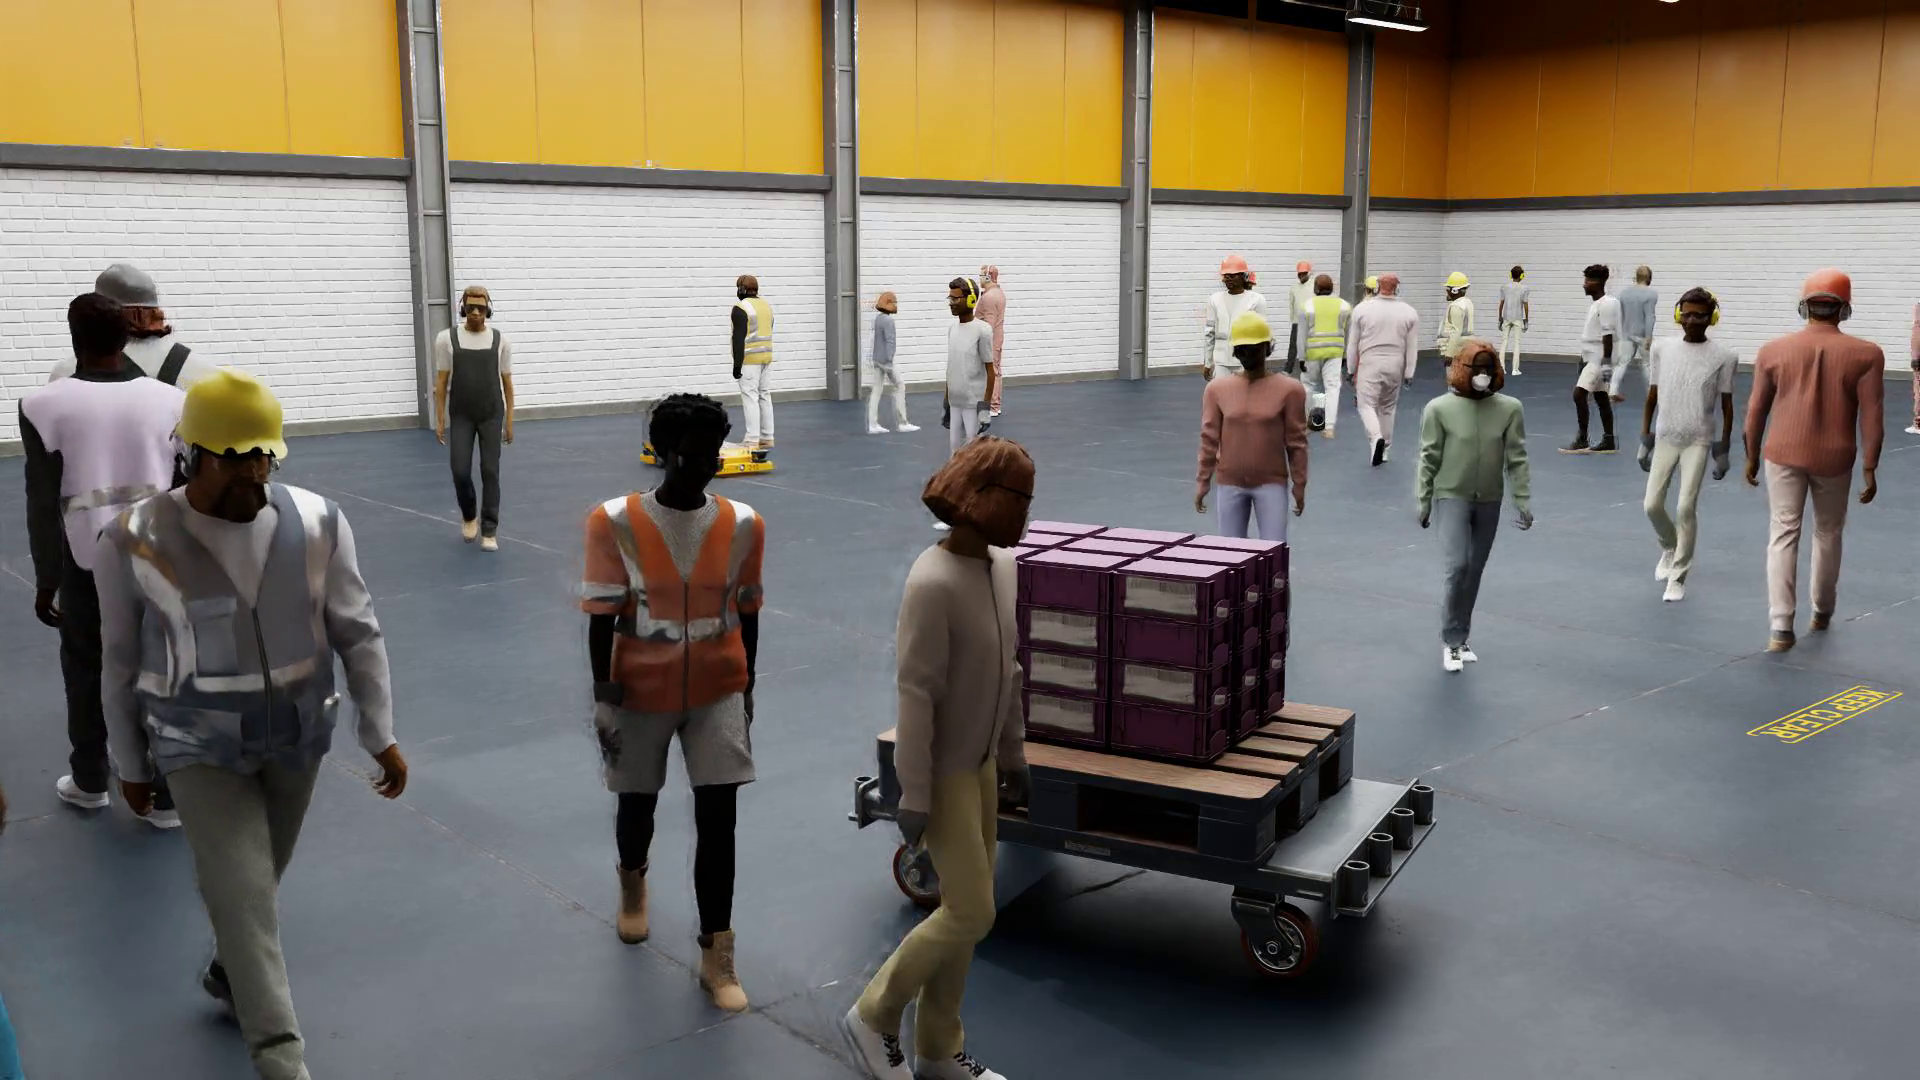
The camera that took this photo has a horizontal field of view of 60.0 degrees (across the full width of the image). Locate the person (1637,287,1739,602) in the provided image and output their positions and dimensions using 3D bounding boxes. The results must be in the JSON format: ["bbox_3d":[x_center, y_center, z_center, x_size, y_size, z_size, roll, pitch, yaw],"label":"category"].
[{"bbox_3d":[4.289,-0.570,9.834,0.529,1.847,0.488,7,12,36],"label":"person"}]

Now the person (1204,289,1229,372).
[{"bbox_3d":[3.272,-2.224,20.189,0.546,1.607,0.744,4,10,20],"label":"person"}]

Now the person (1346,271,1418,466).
[{"bbox_3d":[4.085,-1.653,16.088,0.648,1.878,0.787,0,10,0],"label":"person"}]

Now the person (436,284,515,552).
[{"bbox_3d":[-3.321,-0.831,11.412,0.541,1.829,0.432,-3,10,-19],"label":"person"}]

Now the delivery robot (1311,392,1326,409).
[{"bbox_3d":[3.908,-1.607,19.417,0.707,0.478,0.477,0,10,2],"label":"delivery robot"}]

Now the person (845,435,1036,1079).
[{"bbox_3d":[-0.007,0.552,3.969,0.359,1.613,0.520,4,11,23],"label":"person"}]

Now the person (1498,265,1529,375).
[{"bbox_3d":[9.409,-3.733,28.324,0.535,1.867,0.338,6,12,33],"label":"person"}]

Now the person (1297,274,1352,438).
[{"bbox_3d":[4.074,-2.074,18.753,0.620,1.804,0.930,0,10,1],"label":"person"}]

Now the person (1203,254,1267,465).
[{"bbox_3d":[2.619,-1.713,15.963,0.615,2.041,0.391,6,11,30],"label":"person"}]

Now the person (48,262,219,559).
[{"bbox_3d":[-3.364,-0.163,6.895,0.920,2.000,0.688,9,13,41],"label":"person"}]

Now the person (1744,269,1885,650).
[{"bbox_3d":[4.495,-0.440,8.778,0.652,1.941,1.008,6,11,29],"label":"person"}]

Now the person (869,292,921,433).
[{"bbox_3d":[-0.750,-2.022,19.008,0.696,1.604,0.530,-4,11,-24],"label":"person"}]

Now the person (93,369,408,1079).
[{"bbox_3d":[-1.741,0.464,4.048,0.597,1.777,0.962,-8,13,-41],"label":"person"}]

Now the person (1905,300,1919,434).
[{"bbox_3d":[11.028,-2.104,18.708,0.656,1.884,0.645,0,10,0],"label":"person"}]

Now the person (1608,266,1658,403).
[{"bbox_3d":[9.379,-2.827,22.952,0.930,1.895,0.646,-4,11,-24],"label":"person"}]

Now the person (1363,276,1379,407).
[{"bbox_3d":[5.491,-2.633,22.173,0.365,1.750,0.552,-1,10,-4],"label":"person"}]

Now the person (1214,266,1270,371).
[{"bbox_3d":[2.988,-1.926,17.592,0.608,1.908,0.544,-7,12,-37],"label":"person"}]

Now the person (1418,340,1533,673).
[{"bbox_3d":[2.530,-0.160,8.128,0.510,1.610,0.628,-1,10,-6],"label":"person"}]

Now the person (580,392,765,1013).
[{"bbox_3d":[-0.804,0.411,4.665,0.528,1.671,0.778,-4,10,-20],"label":"person"}]

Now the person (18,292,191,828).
[{"bbox_3d":[-3.057,0.064,5.993,0.832,1.885,0.623,9,13,44],"label":"person"}]

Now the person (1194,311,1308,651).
[{"bbox_3d":[1.455,-0.267,8.329,0.546,1.752,0.365,4,11,24],"label":"person"}]

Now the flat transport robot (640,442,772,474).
[{"bbox_3d":[-2.431,-0.803,15.817,0.652,0.197,1.431,-7,12,-37],"label":"flat transport robot"}]

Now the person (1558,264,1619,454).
[{"bbox_3d":[6.431,-1.841,17.006,0.734,1.935,0.630,2,10,12],"label":"person"}]

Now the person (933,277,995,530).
[{"bbox_3d":[0.037,-0.971,12.123,0.314,1.869,0.536,-7,12,-37],"label":"person"}]

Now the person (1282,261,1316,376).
[{"bbox_3d":[5.601,-3.546,27.033,0.622,1.938,1.052,7,12,36],"label":"person"}]

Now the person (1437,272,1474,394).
[{"bbox_3d":[5.824,-2.229,19.593,0.403,1.835,0.588,5,11,29],"label":"person"}]

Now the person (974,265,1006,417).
[{"bbox_3d":[0.361,-2.503,20.986,0.410,1.908,0.642,2,10,11],"label":"person"}]

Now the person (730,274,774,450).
[{"bbox_3d":[-2.188,-1.859,17.455,0.432,1.836,0.632,5,11,26],"label":"person"}]
